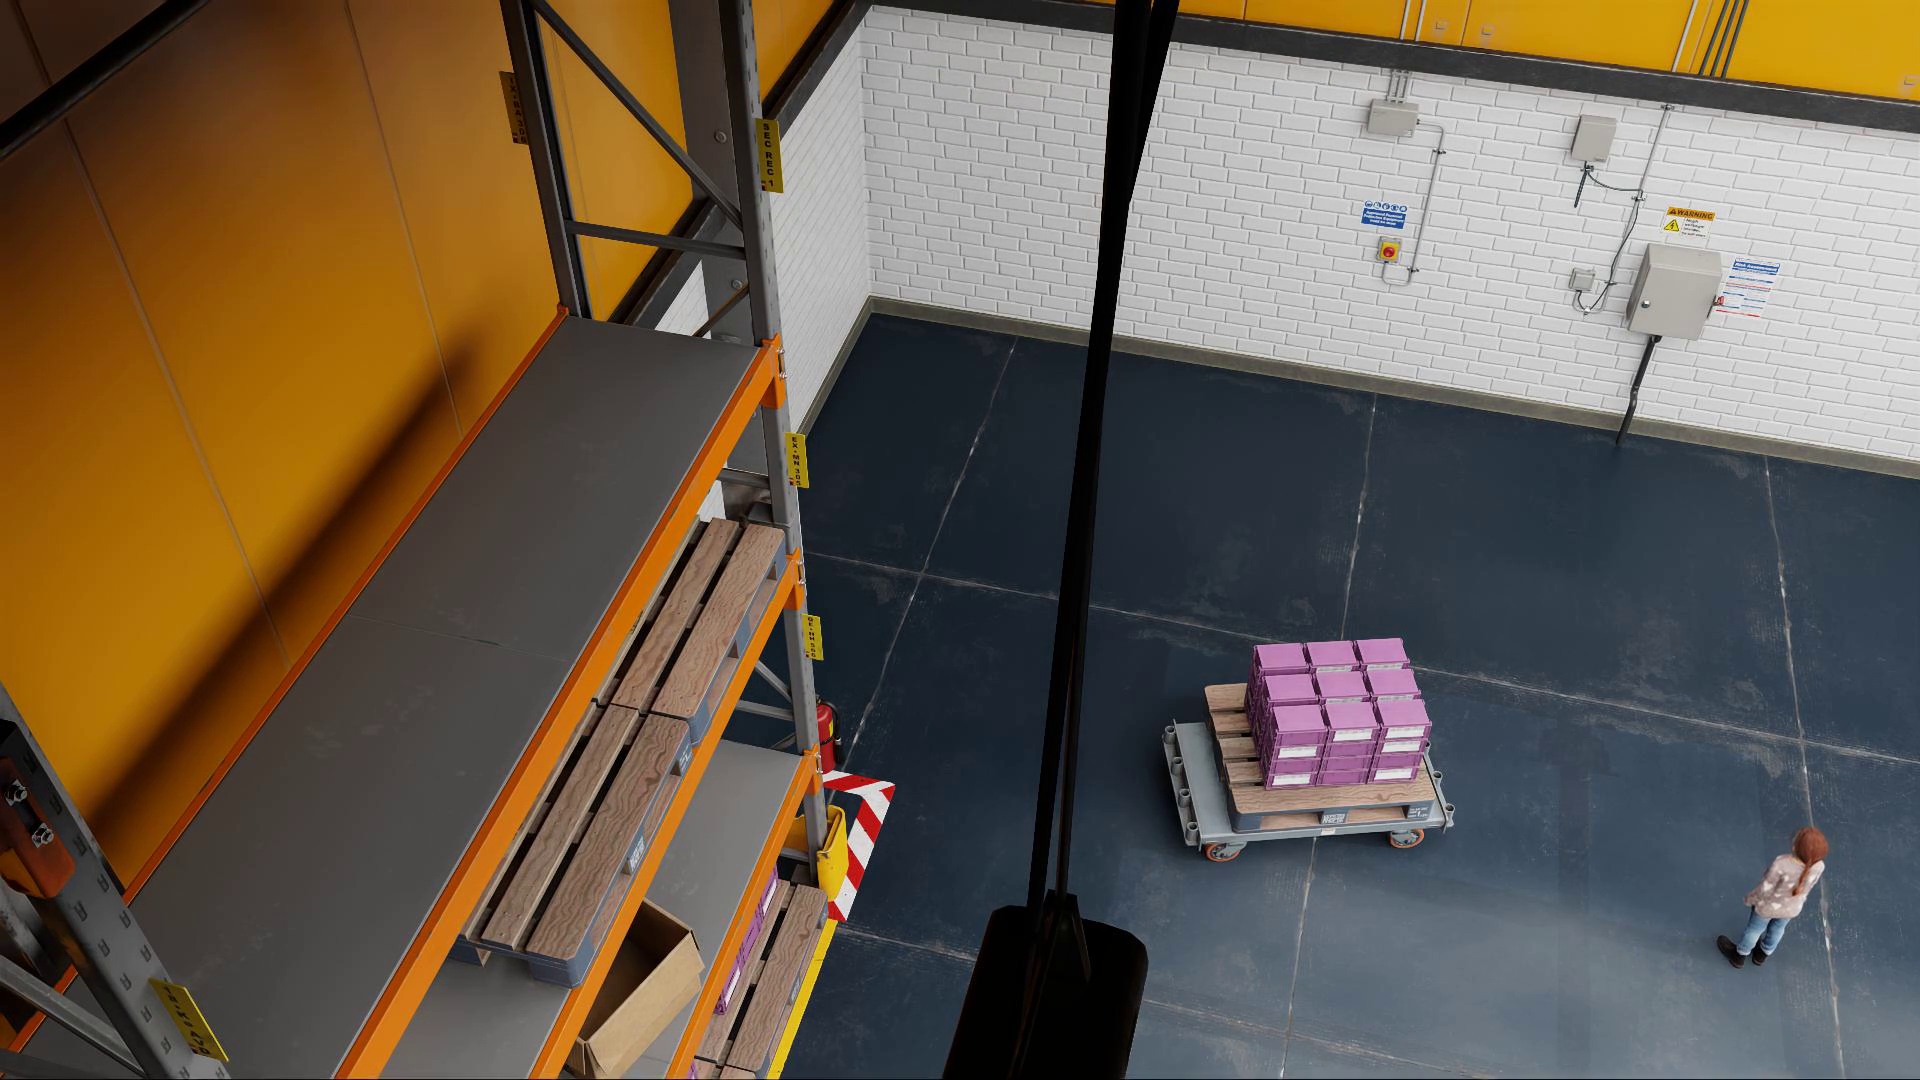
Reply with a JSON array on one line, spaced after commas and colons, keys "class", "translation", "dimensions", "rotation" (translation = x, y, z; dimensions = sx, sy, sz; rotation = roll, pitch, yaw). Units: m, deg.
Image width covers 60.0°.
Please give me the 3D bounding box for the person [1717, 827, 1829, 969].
[{"class": "person", "translation": [4.583, 2.007, 9.306], "dimensions": [0.539, 1.194, 0.546], "rotation": [-2, 44, -2]}]
